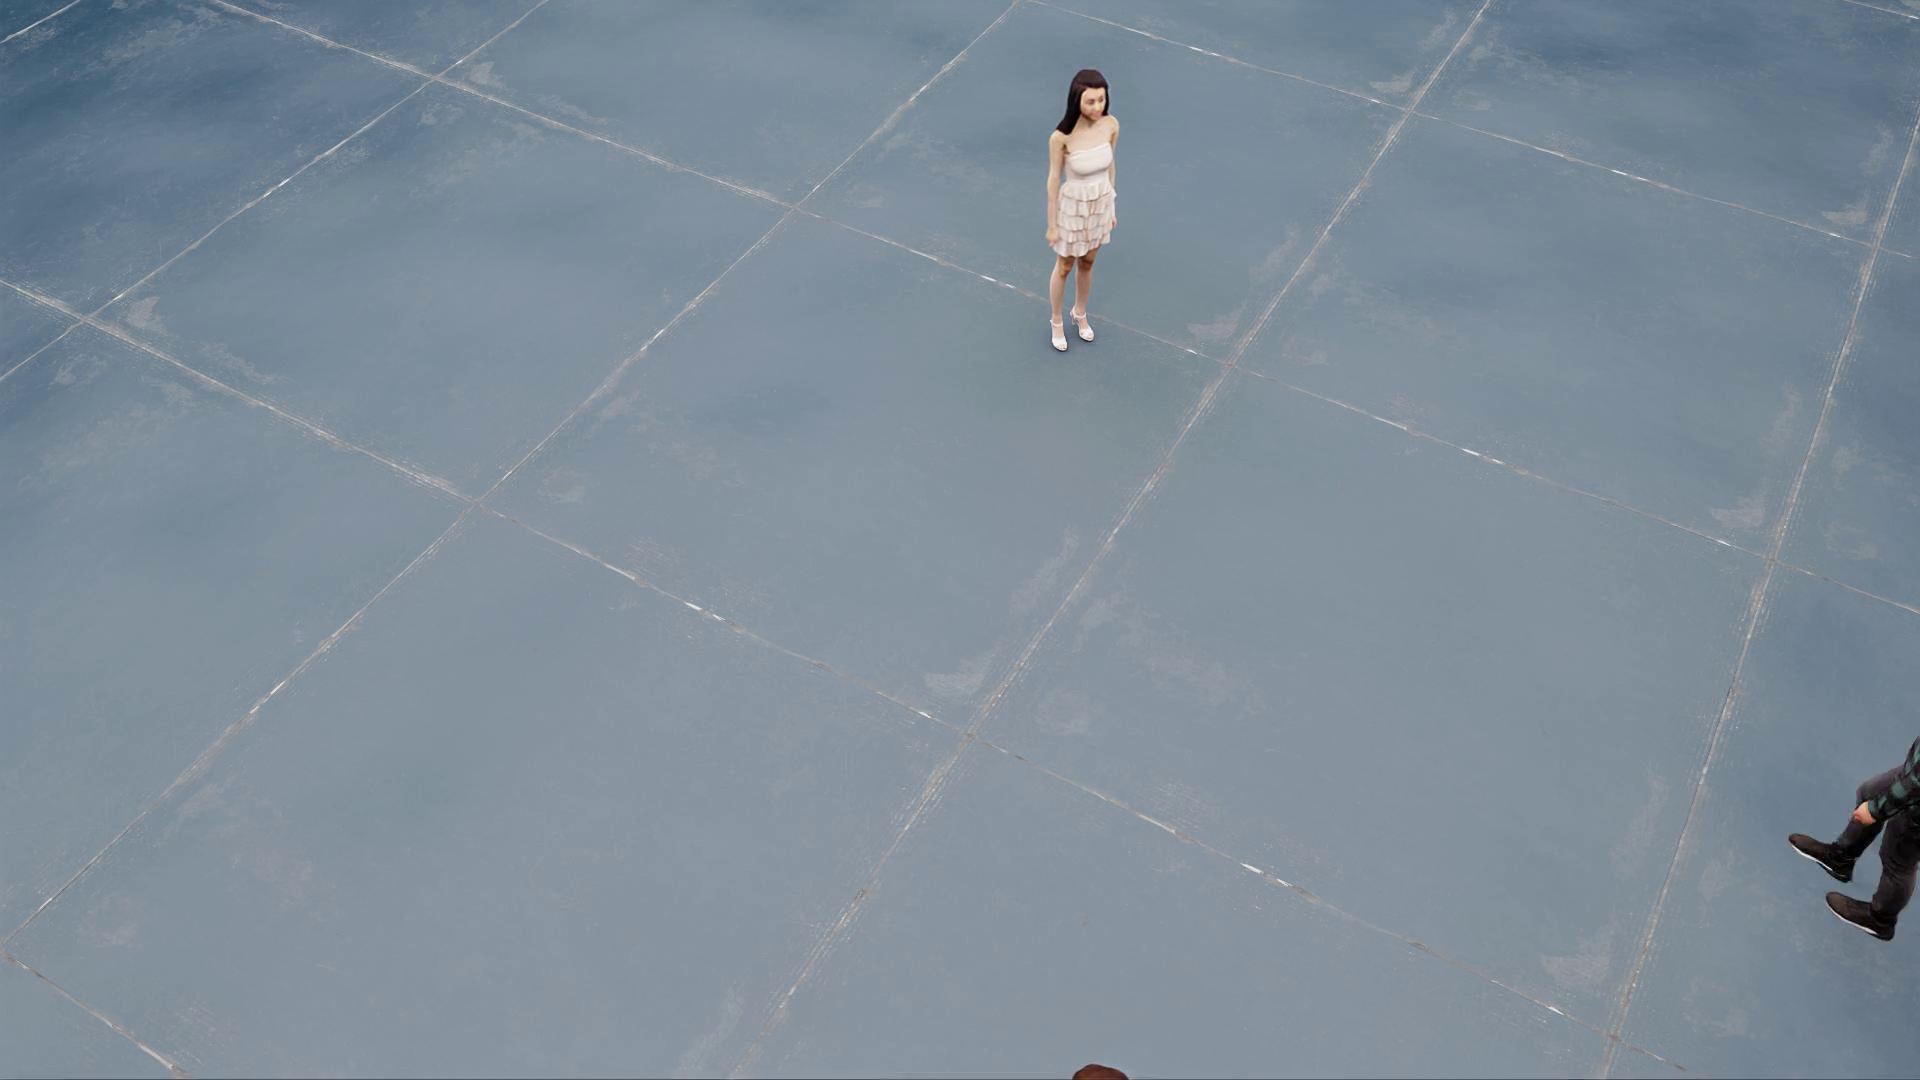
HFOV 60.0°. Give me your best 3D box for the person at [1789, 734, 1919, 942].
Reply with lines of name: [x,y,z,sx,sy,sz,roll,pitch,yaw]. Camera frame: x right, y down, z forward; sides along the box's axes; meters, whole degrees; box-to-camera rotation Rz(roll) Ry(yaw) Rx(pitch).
person: [3.724,0.980,6.232,0.780,1.700,0.736,30,54,25]

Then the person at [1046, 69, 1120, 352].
person: [0.653,-1.774,9.026,0.658,1.736,0.687,-20,50,-18]
